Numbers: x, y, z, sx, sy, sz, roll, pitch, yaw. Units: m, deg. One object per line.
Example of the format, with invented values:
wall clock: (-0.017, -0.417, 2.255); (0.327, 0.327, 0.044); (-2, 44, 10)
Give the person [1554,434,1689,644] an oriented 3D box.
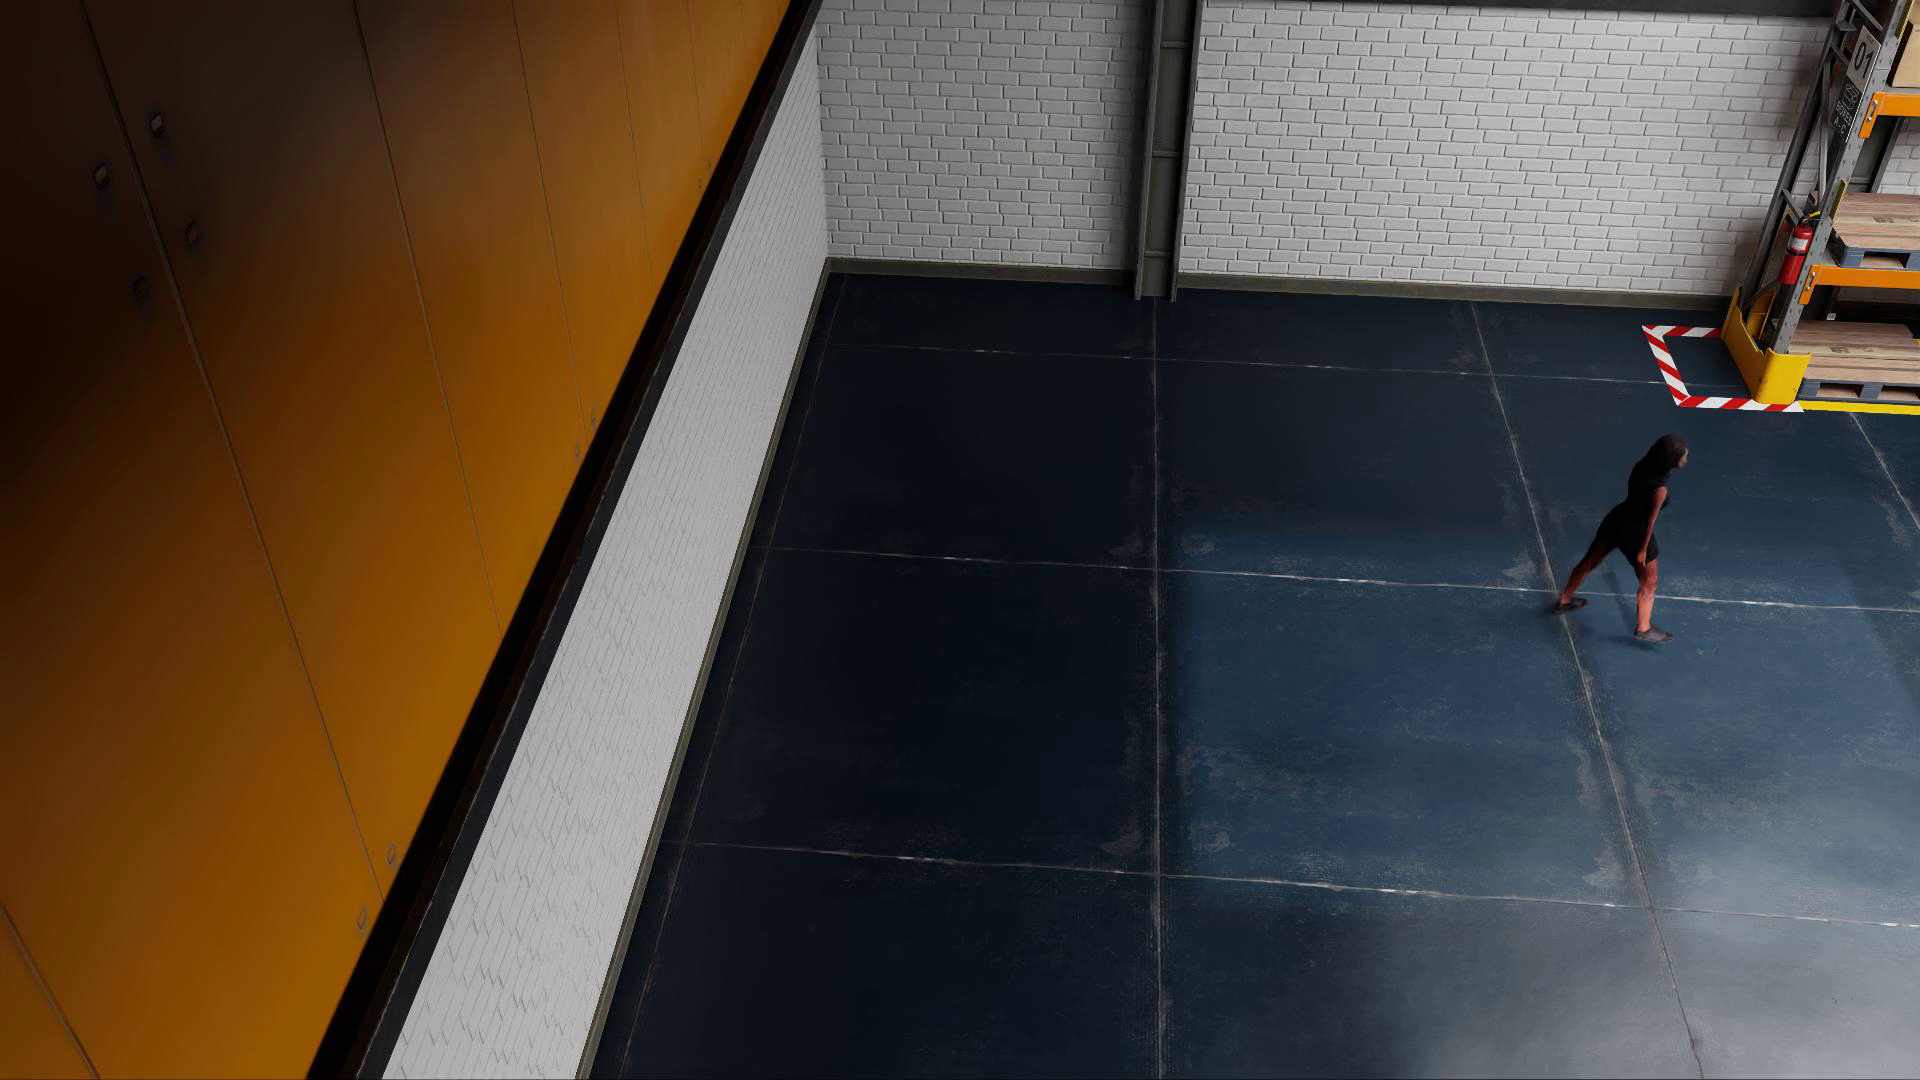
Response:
person: (4.628, -0.028, 11.663); (0.971, 1.702, 0.702); (-5, 39, -6)
